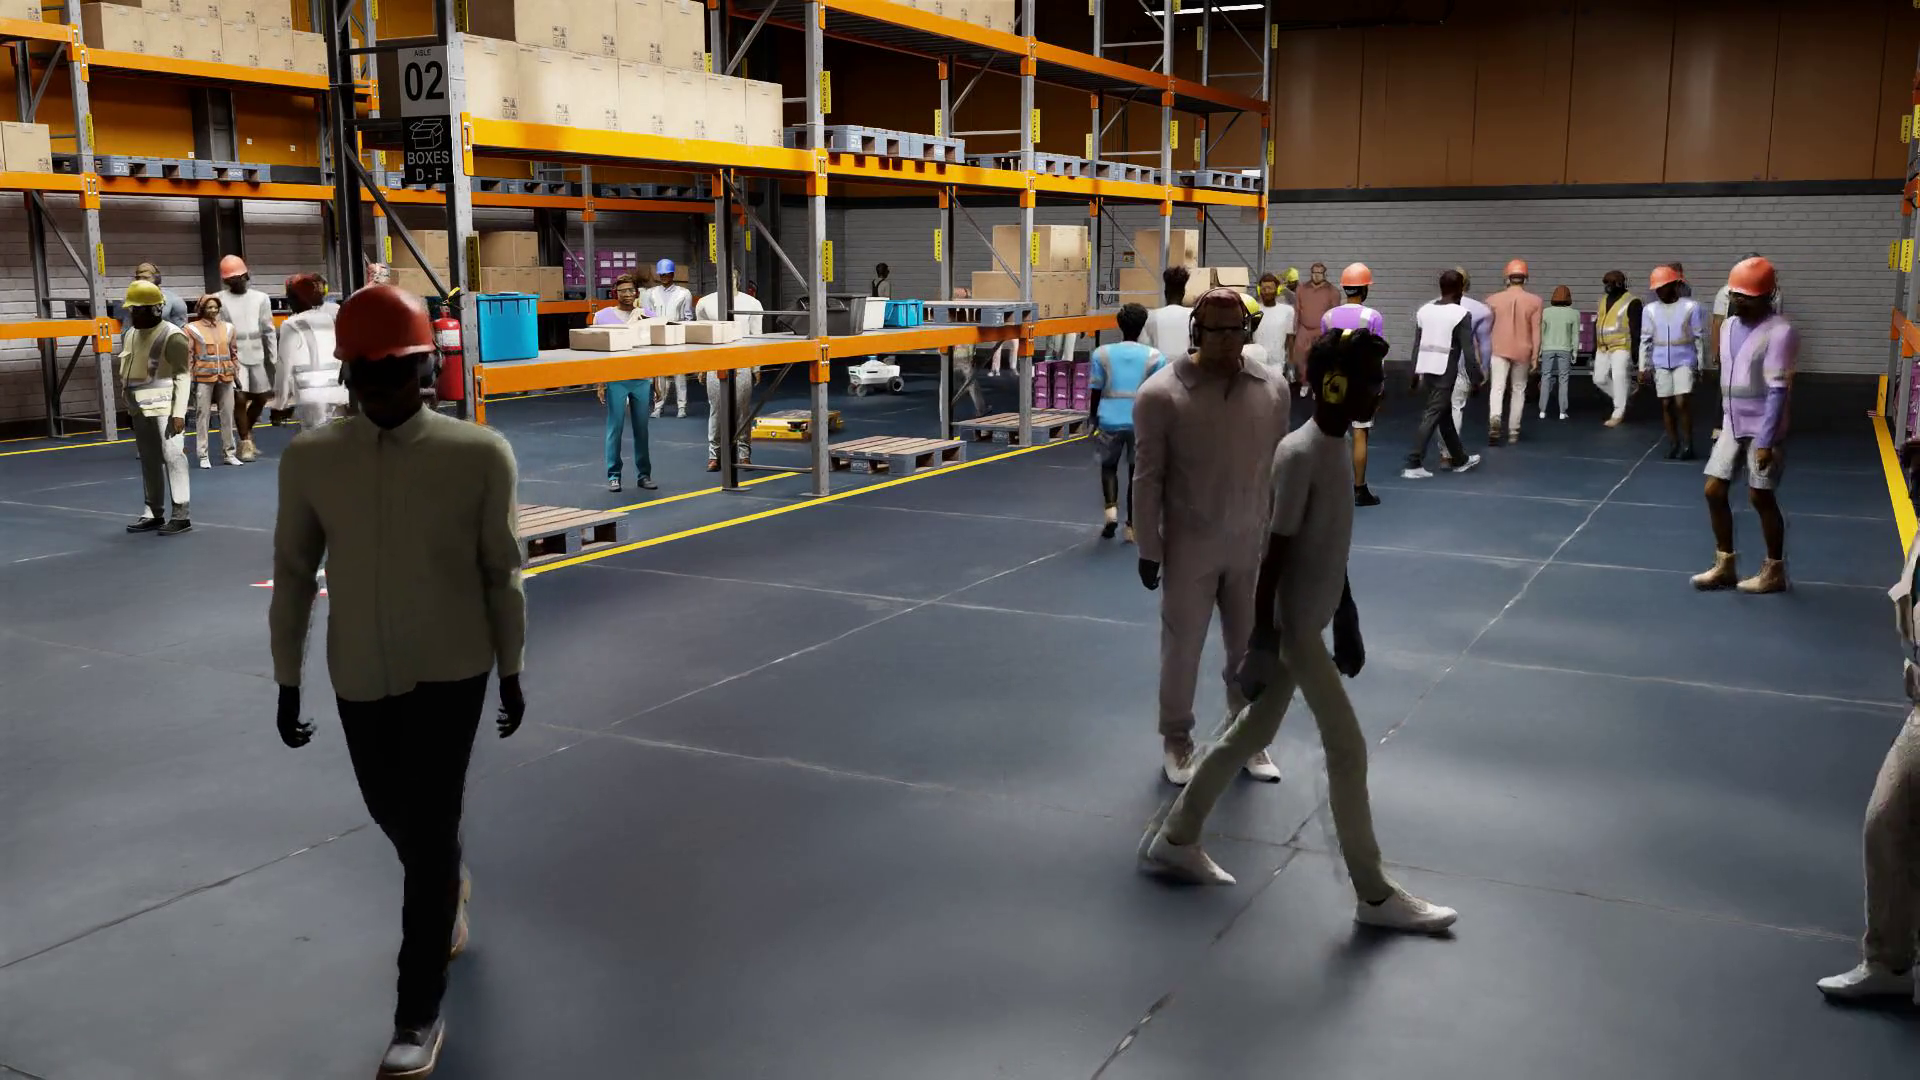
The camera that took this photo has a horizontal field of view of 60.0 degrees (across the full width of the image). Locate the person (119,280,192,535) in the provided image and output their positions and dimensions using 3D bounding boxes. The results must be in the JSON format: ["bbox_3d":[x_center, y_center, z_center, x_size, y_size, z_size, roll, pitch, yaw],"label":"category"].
[{"bbox_3d":[-5.798,-0.947,11.966,0.587,1.830,0.403,5,11,26],"label":"person"}]

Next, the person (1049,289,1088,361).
[{"bbox_3d":[1.644,-3.321,25.557,0.651,1.882,0.735,1,10,6],"label":"person"}]

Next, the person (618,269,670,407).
[{"bbox_3d":[-4.208,-2.641,21.823,0.653,1.828,0.632,-8,13,-38],"label":"person"}]

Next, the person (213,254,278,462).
[{"bbox_3d":[-7.030,-1.784,16.288,0.628,2.012,0.748,-10,14,-44],"label":"person"}]

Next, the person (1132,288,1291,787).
[{"bbox_3d":[0.973,-0.003,6.327,0.651,1.895,0.401,-3,10,-15],"label":"person"}]

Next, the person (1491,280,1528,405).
[{"bbox_3d":[7.326,-2.699,22.098,0.403,1.835,0.588,-9,13,-43],"label":"person"}]

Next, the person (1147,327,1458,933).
[{"bbox_3d":[1.017,0.258,5.077,0.980,1.817,0.502,4,11,21],"label":"person"}]

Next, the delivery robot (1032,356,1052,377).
[{"bbox_3d":[1.254,-2.370,23.623,0.707,0.478,0.477,0,10,0],"label":"delivery robot"}]

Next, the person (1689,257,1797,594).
[{"bbox_3d":[4.661,-0.649,9.751,0.687,1.992,0.623,-3,10,-15],"label":"person"}]

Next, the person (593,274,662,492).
[{"bbox_3d":[-2.834,-1.339,14.190,0.566,1.846,0.387,-5,11,-28],"label":"person"}]

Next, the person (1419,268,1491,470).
[{"bbox_3d":[4.658,-1.614,15.686,0.653,1.884,1.045,4,11,21],"label":"person"}]

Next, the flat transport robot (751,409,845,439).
[{"bbox_3d":[-1.818,-1.299,18.511,0.652,0.197,1.431,3,10,15],"label":"flat transport robot"}]

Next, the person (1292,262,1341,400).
[{"bbox_3d":[4.877,-2.858,22.842,0.683,1.889,0.434,4,11,22],"label":"person"}]

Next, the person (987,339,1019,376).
[{"bbox_3d":[0.717,-3.634,27.162,0.743,1.955,0.631,1,10,6],"label":"person"}]

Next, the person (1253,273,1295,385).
[{"bbox_3d":[3.042,-1.730,16.541,0.538,1.812,0.986,3,10,18],"label":"person"}]

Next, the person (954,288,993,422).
[{"bbox_3d":[0.050,-2.219,19.989,0.537,1.587,0.856,7,12,35],"label":"person"}]

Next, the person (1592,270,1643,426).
[{"bbox_3d":[7.719,-2.245,19.508,0.512,1.821,0.687,-4,11,-23],"label":"person"}]

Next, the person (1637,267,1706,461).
[{"bbox_3d":[6.938,-1.714,16.237,0.586,1.885,0.574,8,13,39],"label":"person"}]

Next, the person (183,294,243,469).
[{"bbox_3d":[-7.052,-1.497,15.710,0.306,1.637,0.523,9,13,41],"label":"person"}]

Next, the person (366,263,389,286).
[{"bbox_3d":[-6.737,-2.256,19.329,0.401,1.904,0.650,-8,12,-37],"label":"person"}]

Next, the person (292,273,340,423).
[{"bbox_3d":[-6.523,-1.813,17.022,0.523,1.831,0.966,-7,12,-35],"label":"person"}]

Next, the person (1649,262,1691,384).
[{"bbox_3d":[10.422,-3.126,24.429,0.653,1.884,0.691,-4,11,-22],"label":"person"}]

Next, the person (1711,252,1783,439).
[{"bbox_3d":[8.470,-2.081,17.921,0.688,2.000,0.536,3,10,19],"label":"person"}]

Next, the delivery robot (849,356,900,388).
[{"bbox_3d":[-1.222,-2.373,23.640,0.707,0.478,0.477,-6,11,-32],"label":"delivery robot"}]

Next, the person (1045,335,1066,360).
[{"bbox_3d":[1.516,-3.405,25.915,0.587,1.928,0.362,3,10,15],"label":"person"}]

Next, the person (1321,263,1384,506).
[{"bbox_3d":[3.150,-1.239,13.334,0.545,1.942,0.353,9,13,42],"label":"person"}]

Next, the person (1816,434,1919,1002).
[{"bbox_3d":[2.567,0.495,4.269,0.652,1.588,0.535,1,10,8],"label":"person"}]

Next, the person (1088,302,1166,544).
[{"bbox_3d":[1.167,-0.803,11.543,0.556,1.679,0.364,1,10,8],"label":"person"}]

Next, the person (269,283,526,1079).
[{"bbox_3d":[-1.460,0.304,4.383,0.634,1.956,0.996,0,10,-2],"label":"person"}]

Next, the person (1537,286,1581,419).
[{"bbox_3d":[7.312,-2.292,20.349,0.494,1.624,0.281,4,11,22],"label":"person"}]

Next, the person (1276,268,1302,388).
[{"bbox_3d":[4.934,-3.151,24.799,0.415,1.801,0.614,8,12,37],"label":"person"}]

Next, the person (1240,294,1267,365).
[{"bbox_3d":[1.770,-0.669,10.544,0.311,1.768,0.533,6,11,30],"label":"person"}]

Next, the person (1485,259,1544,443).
[{"bbox_3d":[5.808,-1.978,17.556,0.623,1.970,0.851,4,11,21],"label":"person"}]

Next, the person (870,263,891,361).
[{"bbox_3d":[-1.385,-3.962,29.380,0.351,1.846,0.506,-9,14,-44],"label":"person"}]

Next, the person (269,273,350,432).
[{"bbox_3d":[-4.790,-1.030,12.323,0.468,1.868,0.608,2,10,14],"label":"person"}]

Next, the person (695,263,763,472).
[{"bbox_3d":[-2.135,-1.598,15.421,0.631,1.940,0.372,-1,10,-6],"label":"person"}]

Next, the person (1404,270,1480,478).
[{"bbox_3d":[4.419,-1.500,15.083,1.015,1.861,0.610,-5,11,-26],"label":"person"}]

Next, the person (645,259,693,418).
[{"bbox_3d":[-3.573,-2.463,20.401,0.608,1.948,0.389,0,10,3],"label":"person"}]

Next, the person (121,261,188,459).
[{"bbox_3d":[-7.891,-1.755,16.336,0.635,1.936,0.354,0,10,-2],"label":"person"}]

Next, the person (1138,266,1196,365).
[{"bbox_3d":[1.751,-1.264,13.591,0.602,1.912,1.020,2,10,13],"label":"person"}]
